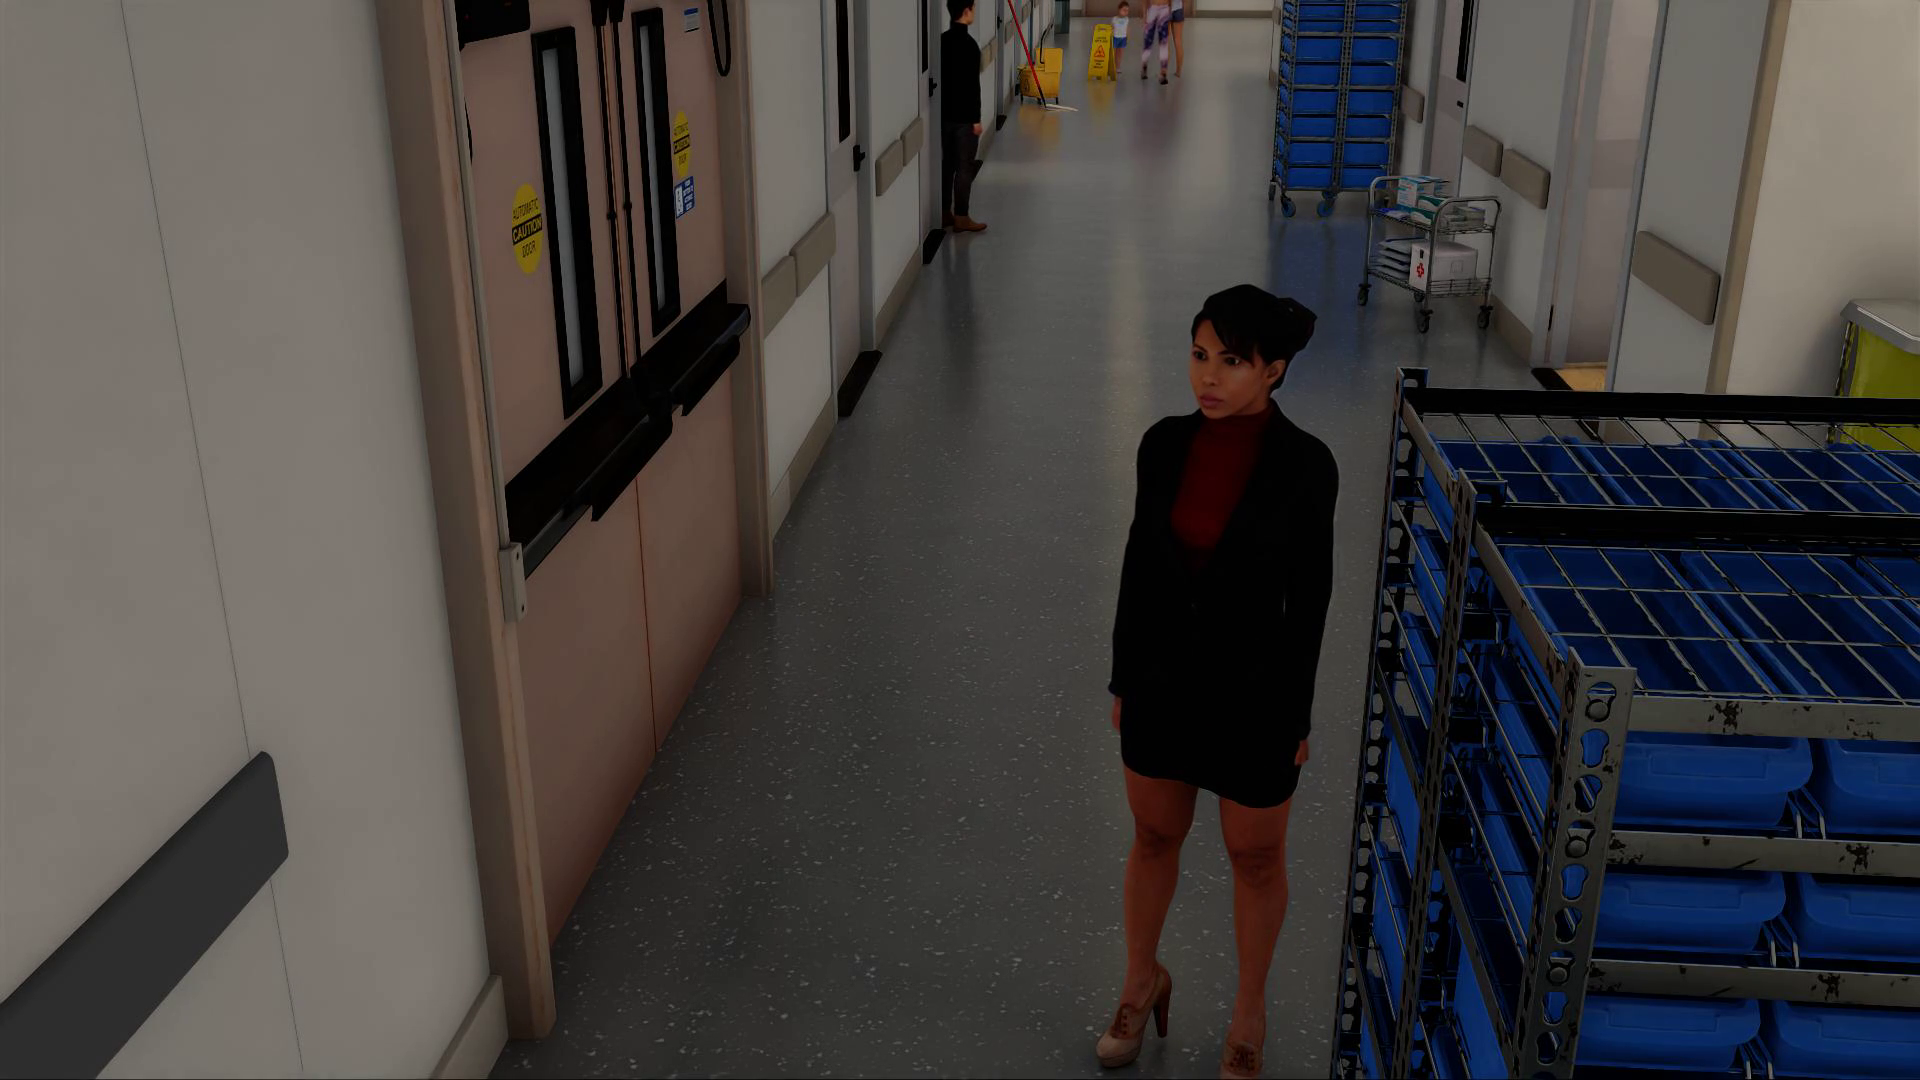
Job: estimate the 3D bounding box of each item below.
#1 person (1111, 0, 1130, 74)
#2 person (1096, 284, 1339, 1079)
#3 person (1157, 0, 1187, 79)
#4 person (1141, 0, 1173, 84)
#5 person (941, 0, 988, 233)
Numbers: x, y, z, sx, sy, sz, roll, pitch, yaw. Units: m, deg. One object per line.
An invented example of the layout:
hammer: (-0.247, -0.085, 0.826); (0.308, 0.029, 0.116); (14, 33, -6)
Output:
person: (2.321, -7.334, 24.288); (0.509, 1.001, 0.717); (-1, 21, -3)
person: (0.477, 0.325, 3.165); (0.672, 1.640, 0.731); (11, 23, 27)
person: (3.000, -7.476, 23.631); (0.647, 1.733, 0.623); (-5, 21, -14)
person: (2.661, -7.123, 22.703); (0.702, 1.730, 1.209); (-1, 21, -2)
person: (-0.016, -3.148, 12.221); (0.781, 1.722, 0.689); (-13, 24, -31)
